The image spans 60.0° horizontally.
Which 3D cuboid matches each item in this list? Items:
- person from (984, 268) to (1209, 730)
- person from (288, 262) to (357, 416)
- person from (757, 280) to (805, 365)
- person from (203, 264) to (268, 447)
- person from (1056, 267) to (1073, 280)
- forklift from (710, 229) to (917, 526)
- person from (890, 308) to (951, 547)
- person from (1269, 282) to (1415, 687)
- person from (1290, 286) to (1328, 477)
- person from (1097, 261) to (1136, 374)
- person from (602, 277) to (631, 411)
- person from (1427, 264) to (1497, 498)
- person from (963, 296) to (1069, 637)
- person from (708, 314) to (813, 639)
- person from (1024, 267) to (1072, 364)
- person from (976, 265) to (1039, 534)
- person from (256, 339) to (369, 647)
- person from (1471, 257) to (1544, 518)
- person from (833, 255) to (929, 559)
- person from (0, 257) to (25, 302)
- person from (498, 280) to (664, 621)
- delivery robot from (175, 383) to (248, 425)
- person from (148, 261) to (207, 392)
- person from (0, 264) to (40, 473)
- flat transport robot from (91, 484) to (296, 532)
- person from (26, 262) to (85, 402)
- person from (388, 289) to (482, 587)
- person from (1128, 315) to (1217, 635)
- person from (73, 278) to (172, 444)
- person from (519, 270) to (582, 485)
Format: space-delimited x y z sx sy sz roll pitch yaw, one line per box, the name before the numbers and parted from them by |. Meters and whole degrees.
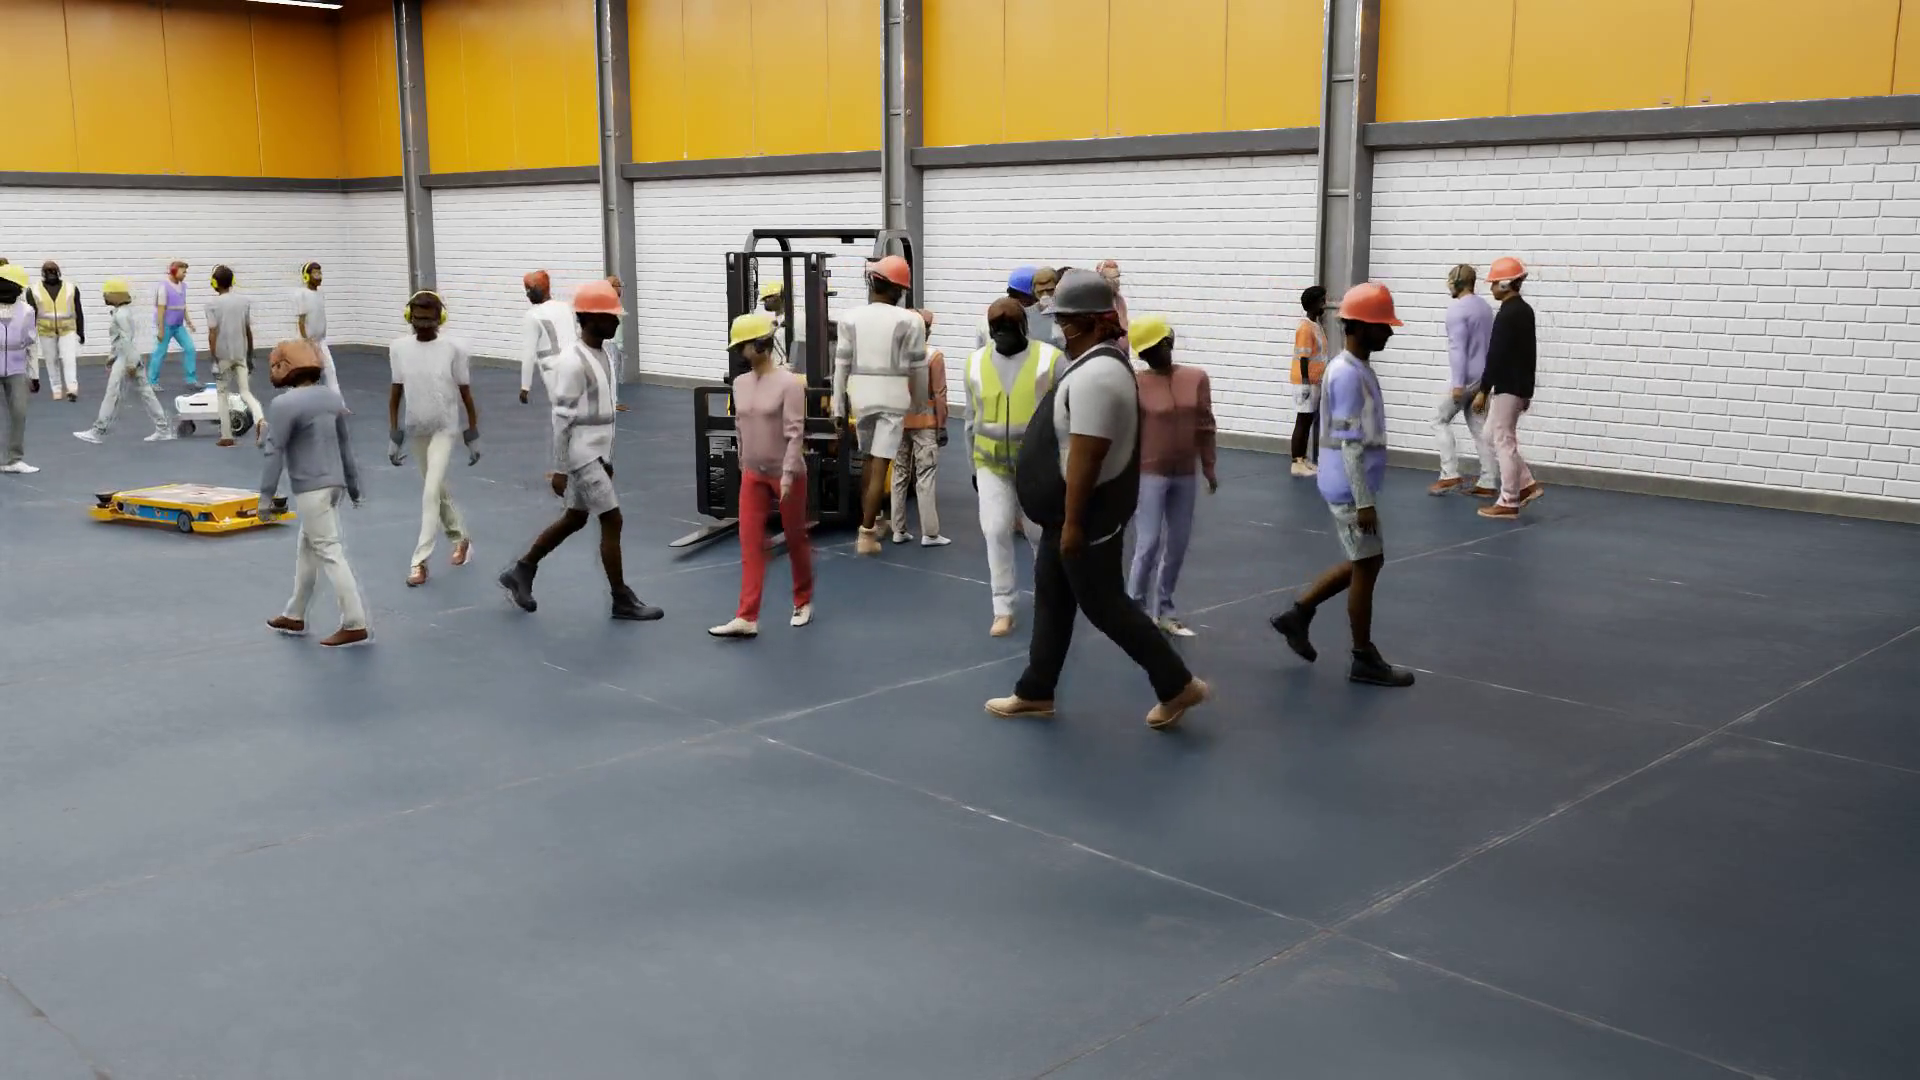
person | 0.608 -0.182 7.138 0.942 2.000 0.688 1 10 6
person | -7.696 -2.375 19.732 1.000 1.830 0.531 4 11 20
person | -1.578 -1.516 15.262 0.516 1.718 0.556 -7 13 -34
person | -7.261 -1.827 16.643 0.783 1.852 0.523 9 13 39
person | 0.847 -1.072 12.370 0.621 1.896 0.456 -5 11 -25
forklift | -1.050 -1.319 12.920 1.214 2.155 2.313 2 11 13
person | -0.308 -0.766 11.426 0.514 1.636 0.314 7 13 34
person | 1.852 -0.259 7.894 0.652 1.917 0.556 4 11 21
person | 3.097 -1.405 14.768 0.319 1.690 0.534 4 11 21
person | 1.362 -1.604 15.300 0.394 1.899 0.686 6 12 32
person | -4.228 -2.386 20.265 0.269 1.631 0.509 -7 12 -33
person | 4.135 -1.287 13.560 0.623 1.902 0.636 10 14 43
person | 0.326 -0.421 9.074 0.633 1.815 0.750 2 11 13
person | -1.042 -0.337 8.886 0.525 1.708 0.822 5 12 27
person | 0.666 -0.924 11.537 0.763 1.901 0.755 0 10 -1
person | 0.306 -0.996 11.921 0.761 1.923 0.489 9 14 40
person | -3.436 -0.247 8.702 0.793 1.585 0.602 3 11 14
person | 4.100 -1.134 12.525 0.443 1.971 0.616 6 12 30
person | -0.500 -0.912 11.248 0.623 1.981 0.993 4 11 19
person | -13.280 -3.025 23.233 0.549 1.814 0.809 -3 11 -14
person | -2.160 -0.489 9.240 0.953 1.902 0.550 2 11 9
delivery robot | -7.978 -1.436 17.761 0.707 0.478 0.477 -3 11 -17
person | -10.711 -2.903 22.699 0.898 1.772 0.572 1 10 6
person | -8.568 -1.495 14.749 0.426 1.876 0.762 10 14 44
flat transport robot | -5.696 -0.251 12.341 1.431 0.197 0.652 6 12 28
person | -11.626 -2.672 21.396 0.654 1.786 0.974 -5 12 -26
person | -3.292 -0.672 10.453 0.553 1.813 0.959 1 10 7
person | 1.078 -0.321 8.821 0.559 1.731 0.299 -5 11 -24
person | -8.651 -1.838 17.124 0.921 1.691 0.497 -4 11 -19
person | -3.404 -1.350 14.064 0.698 1.832 0.606 6 12 30
